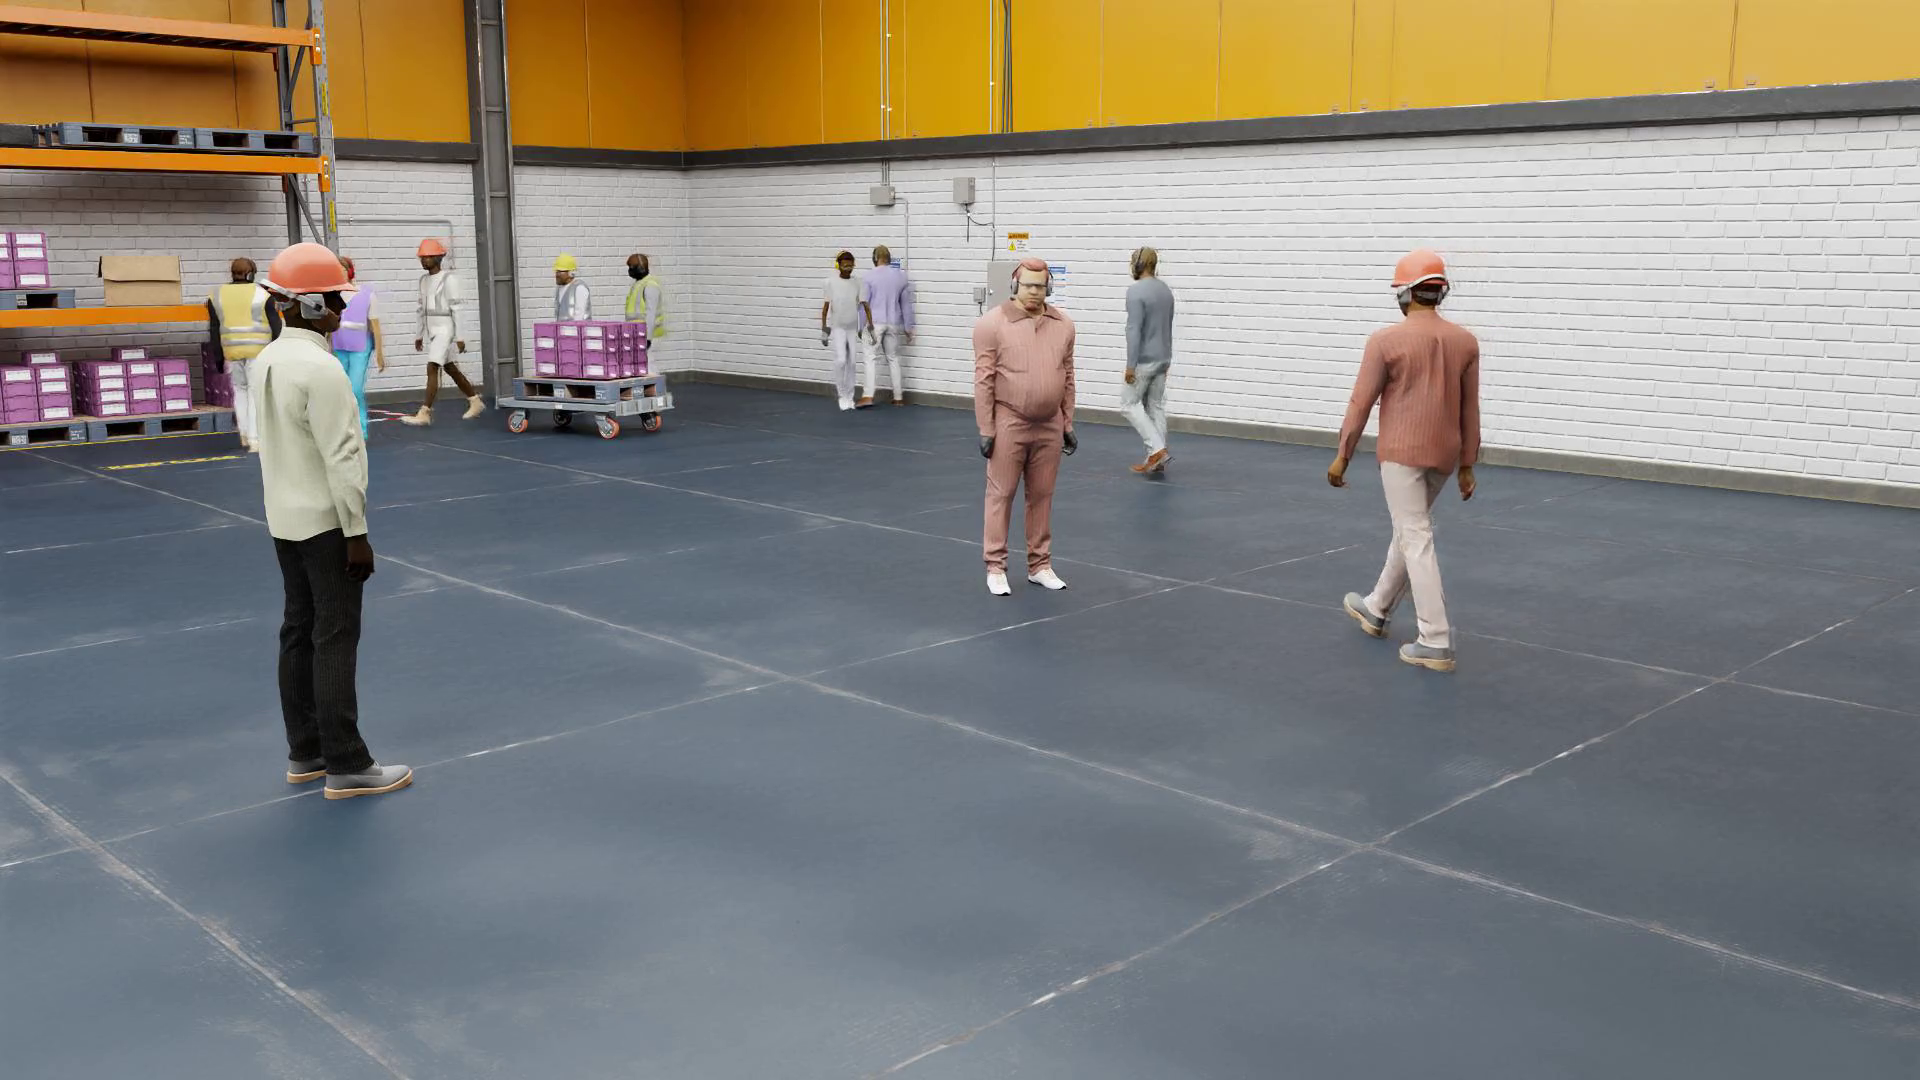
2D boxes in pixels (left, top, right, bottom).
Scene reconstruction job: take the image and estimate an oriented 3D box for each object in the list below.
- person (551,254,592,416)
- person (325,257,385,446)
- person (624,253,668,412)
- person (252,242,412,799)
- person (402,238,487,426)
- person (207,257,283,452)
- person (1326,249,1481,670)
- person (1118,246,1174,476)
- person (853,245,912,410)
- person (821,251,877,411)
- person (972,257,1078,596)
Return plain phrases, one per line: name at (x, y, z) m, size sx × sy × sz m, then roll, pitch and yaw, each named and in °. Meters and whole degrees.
person at (-4.396, -2.310, 18.793) m, size 0.597 × 1.817 × 0.453 m, roll 10°, pitch 14°, yaw 43°
person at (-5.771, -1.743, 15.647) m, size 0.594 × 1.818 × 0.620 m, roll 2°, pitch 11°, yaw 13°
person at (-3.583, -2.341, 18.908) m, size 0.431 × 1.819 × 0.643 m, roll -6°, pitch 12°, yaw -28°
person at (-2.308, -0.063, 6.015) m, size 0.611 × 1.995 × 0.375 m, roll 10°, pitch 14°, yaw 43°
person at (-5.583, -2.253, 17.970) m, size 0.626 × 2.004 × 1.043 m, roll 9°, pitch 14°, yaw 41°
person at (-6.693, -1.752, 15.739) m, size 0.626 × 1.814 × 0.697 m, roll 0°, pitch 10°, yaw -1°
person at (2.119, -0.411, 8.021) m, size 0.632 × 1.940 × 0.998 m, roll -5°, pitch 11°, yaw -24°
person at (1.573, -1.480, 13.910) m, size 0.428 × 1.931 × 0.672 m, roll 8°, pitch 13°, yaw 36°
person at (-0.917, -2.476, 19.458) m, size 0.829 × 1.902 × 0.561 m, roll -7°, pitch 13°, yaw -34°
person at (-1.291, -2.419, 19.294) m, size 0.603 × 1.836 × 0.612 m, roll -4°, pitch 11°, yaw -23°
person at (0.391, -0.641, 9.427) m, size 0.643 × 1.902 × 0.400 m, roll -5°, pitch 11°, yaw -25°
